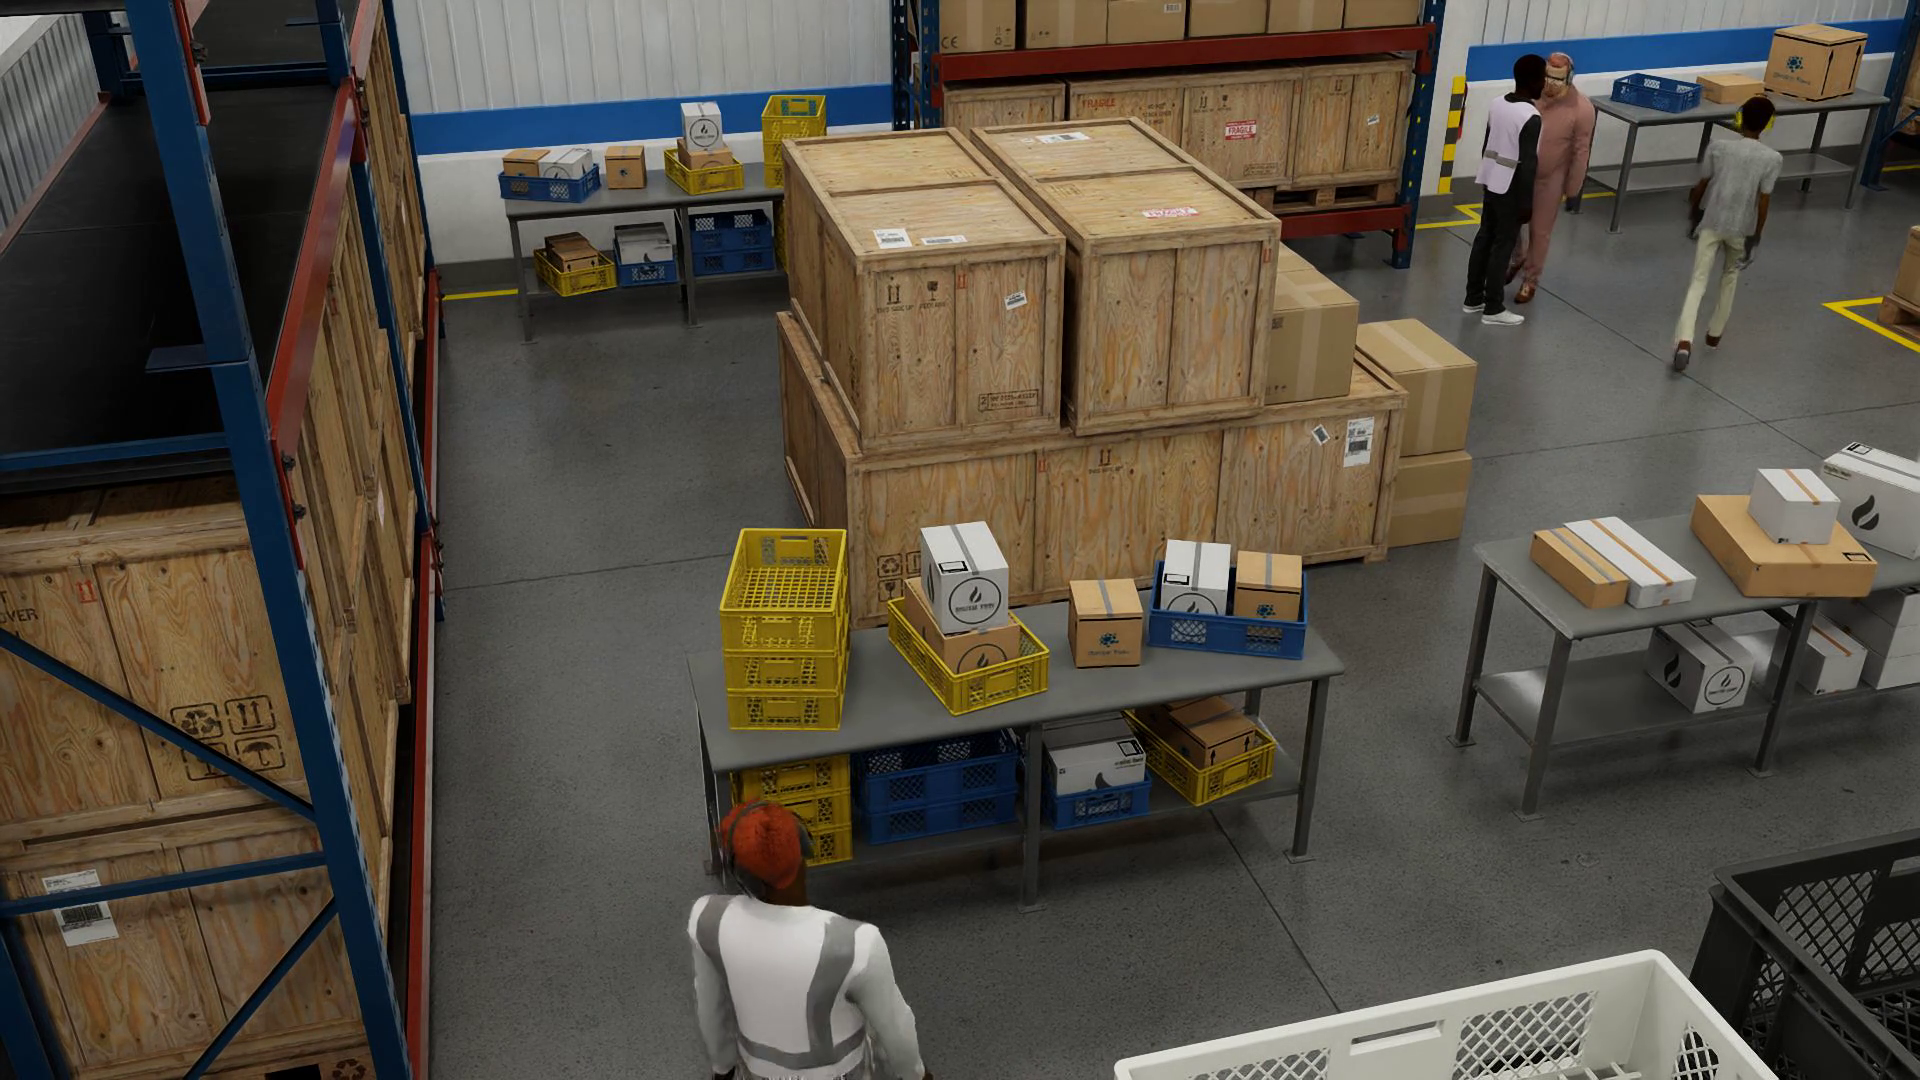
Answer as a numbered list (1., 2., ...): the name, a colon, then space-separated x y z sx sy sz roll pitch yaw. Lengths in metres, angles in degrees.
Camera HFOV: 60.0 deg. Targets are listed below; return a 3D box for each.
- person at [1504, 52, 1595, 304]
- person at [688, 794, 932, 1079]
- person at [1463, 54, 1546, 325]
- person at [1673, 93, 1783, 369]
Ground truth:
1. person: 4.274 -2.674 12.297 0.684 1.875 0.487 19 34 30
2. person: -0.420 1.497 4.740 0.622 1.853 0.453 13 32 23
3. person: 3.920 -2.512 11.952 0.391 1.920 0.587 -7 30 -12
4. person: 5.182 -2.087 11.278 0.504 1.837 0.911 13 31 22
